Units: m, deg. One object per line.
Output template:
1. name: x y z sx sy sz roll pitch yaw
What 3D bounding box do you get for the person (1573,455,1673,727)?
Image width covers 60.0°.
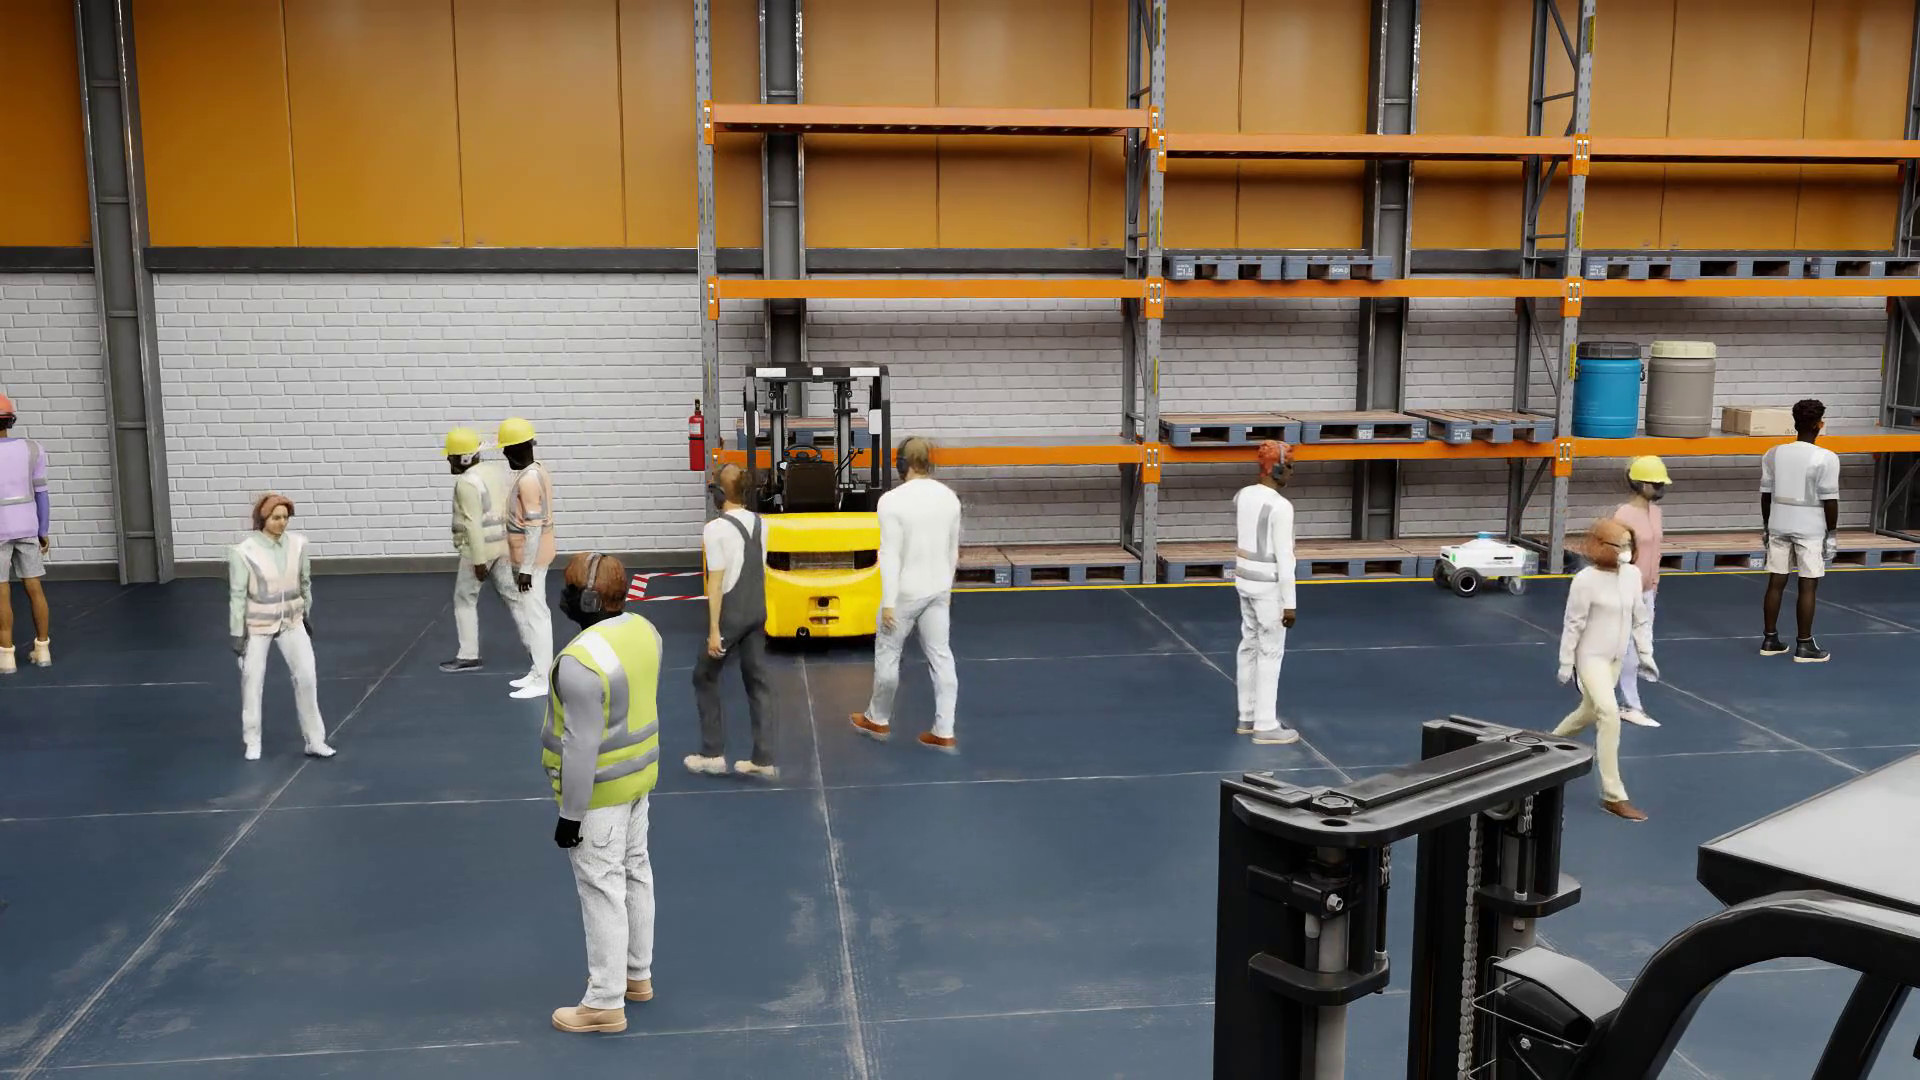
1. person: 4.276 0.305 10.762 0.524 1.747 0.633 -8 12 -39

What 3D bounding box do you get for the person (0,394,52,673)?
1. person: -6.918 -0.057 12.058 0.369 2.048 0.605 6 11 35

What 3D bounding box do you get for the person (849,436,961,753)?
1. person: -0.332 0.315 10.171 0.666 1.900 0.897 -8 12 -41

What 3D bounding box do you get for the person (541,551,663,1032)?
1. person: -1.378 0.954 6.383 0.429 1.847 0.626 2 9 13

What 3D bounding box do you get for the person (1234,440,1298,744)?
1. person: 1.898 0.321 10.236 0.384 1.881 0.575 -3 10 -20

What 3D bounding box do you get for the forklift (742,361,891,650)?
1. forklift: -1.154 -0.340 13.365 1.214 2.155 2.313 -1 9 -7

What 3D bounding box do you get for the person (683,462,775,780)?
1. person: -1.334 0.460 9.534 0.707 1.816 0.536 7 11 36

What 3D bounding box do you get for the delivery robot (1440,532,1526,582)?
1. delivery robot: 4.718 0.167 15.009 0.707 0.478 0.477 -1 9 -5

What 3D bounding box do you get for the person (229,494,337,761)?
1. person: -4.021 0.528 9.796 0.667 1.599 0.541 7 12 38

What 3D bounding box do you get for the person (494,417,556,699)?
1. person: -2.950 0.121 11.349 0.374 1.919 0.585 -2 9 -12

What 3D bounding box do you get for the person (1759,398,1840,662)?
1. person: 6.269 -0.074 12.414 0.362 1.966 0.611 -5 10 -30

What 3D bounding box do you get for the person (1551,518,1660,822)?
1. person: 3.441 0.651 9.051 0.503 1.595 0.814 -6 11 -33

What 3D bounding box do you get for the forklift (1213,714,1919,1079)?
1. forklift: 1.441 1.425 2.350 1.214 2.155 2.313 -7 12 -39

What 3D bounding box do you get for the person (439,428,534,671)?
1. person: -3.415 0.067 12.144 0.680 1.791 0.638 2 9 9
